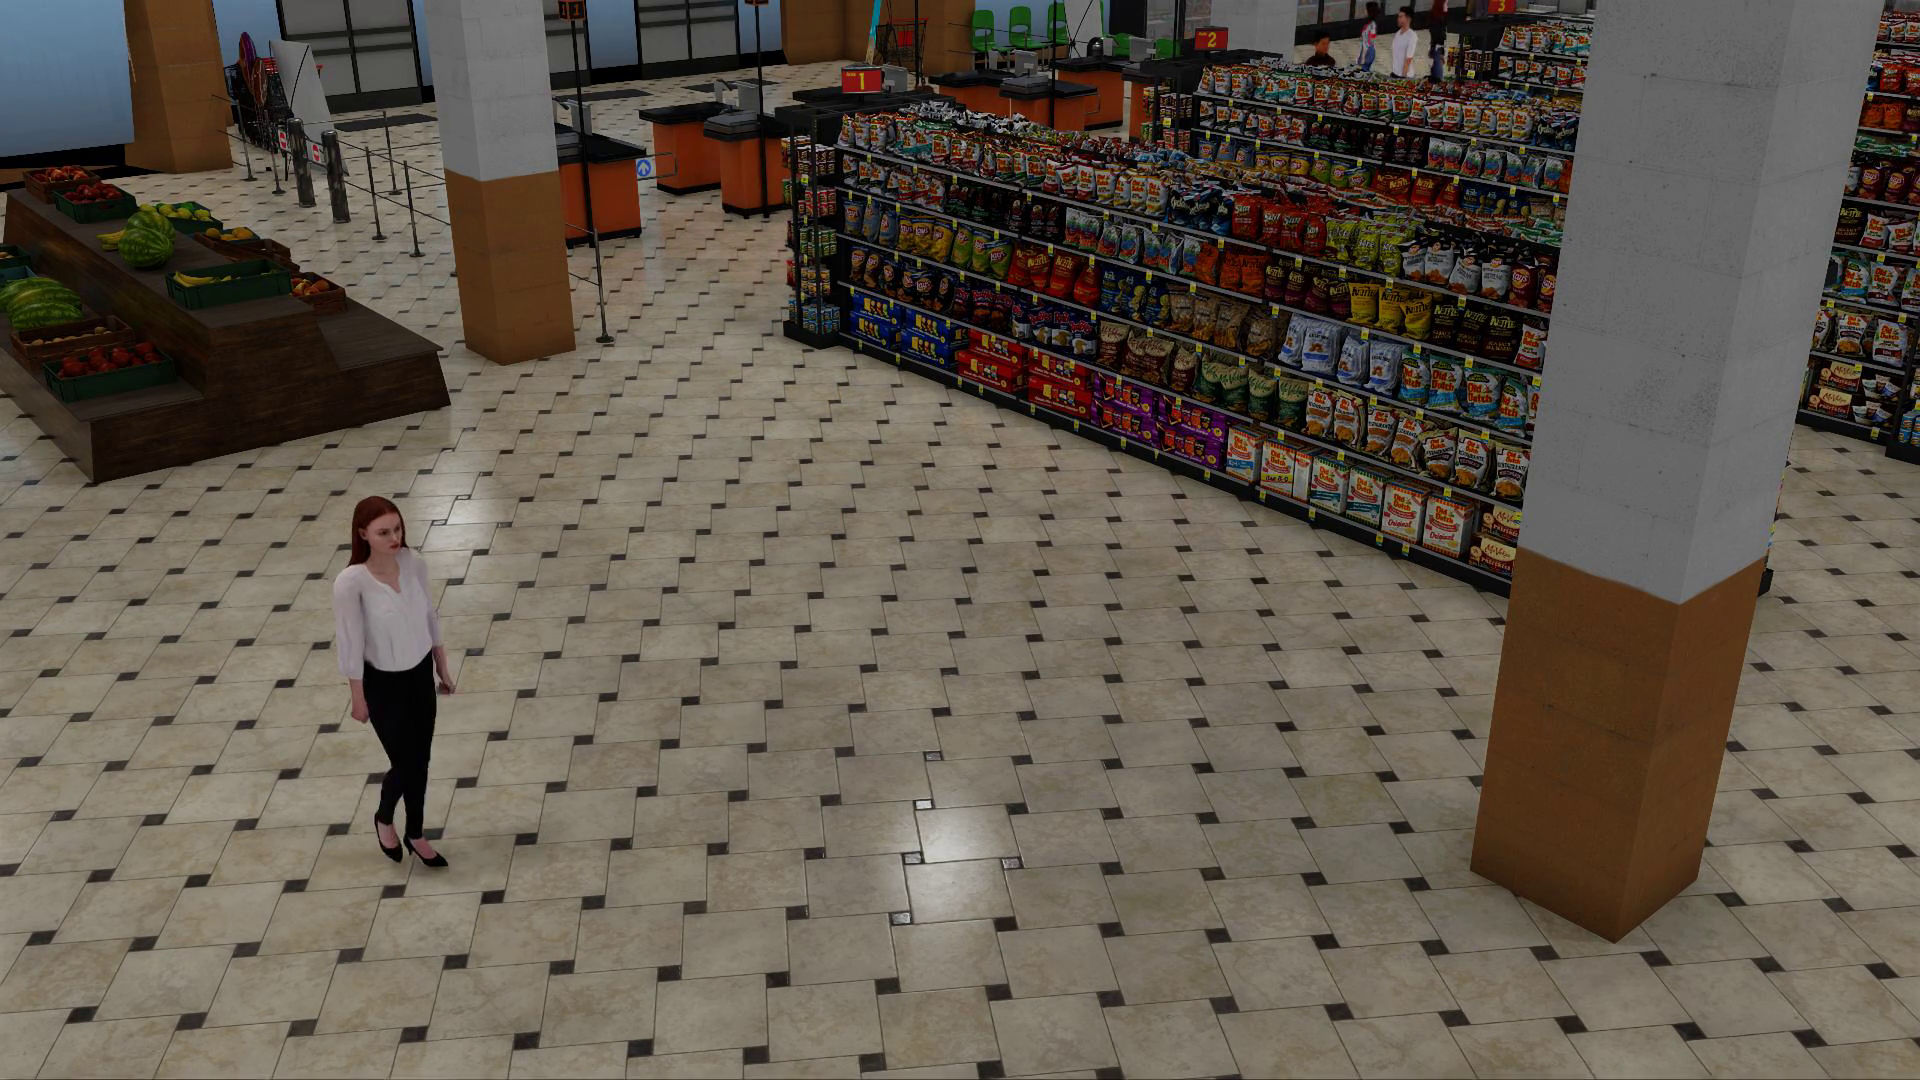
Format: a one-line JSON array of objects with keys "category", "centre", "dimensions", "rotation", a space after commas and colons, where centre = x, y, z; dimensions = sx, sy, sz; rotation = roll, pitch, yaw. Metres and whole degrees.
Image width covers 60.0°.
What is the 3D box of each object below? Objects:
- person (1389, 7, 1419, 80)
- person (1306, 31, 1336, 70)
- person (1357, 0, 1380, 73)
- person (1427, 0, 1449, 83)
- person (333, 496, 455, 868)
[{"category": "person", "centre": [6.209, -6.437, 23.108], "dimensions": [1.021, 1.820, 1.131], "rotation": [-7, 25, -16]}, {"category": "person", "centre": [4.530, -5.554, 21.154], "dimensions": [0.693, 1.768, 0.916], "rotation": [-17, 29, -33]}, {"category": "person", "centre": [6.416, -7.552, 25.928], "dimensions": [0.946, 1.603, 0.815], "rotation": [9, 25, 20]}, {"category": "person", "centre": [7.079, -7.275, 25.091], "dimensions": [1.127, 1.766, 0.862], "rotation": [12, 26, 26]}, {"category": "person", "centre": [-2.447, 0.614, 7.082], "dimensions": [0.729, 1.749, 0.703], "rotation": [13, 27, 27]}]
